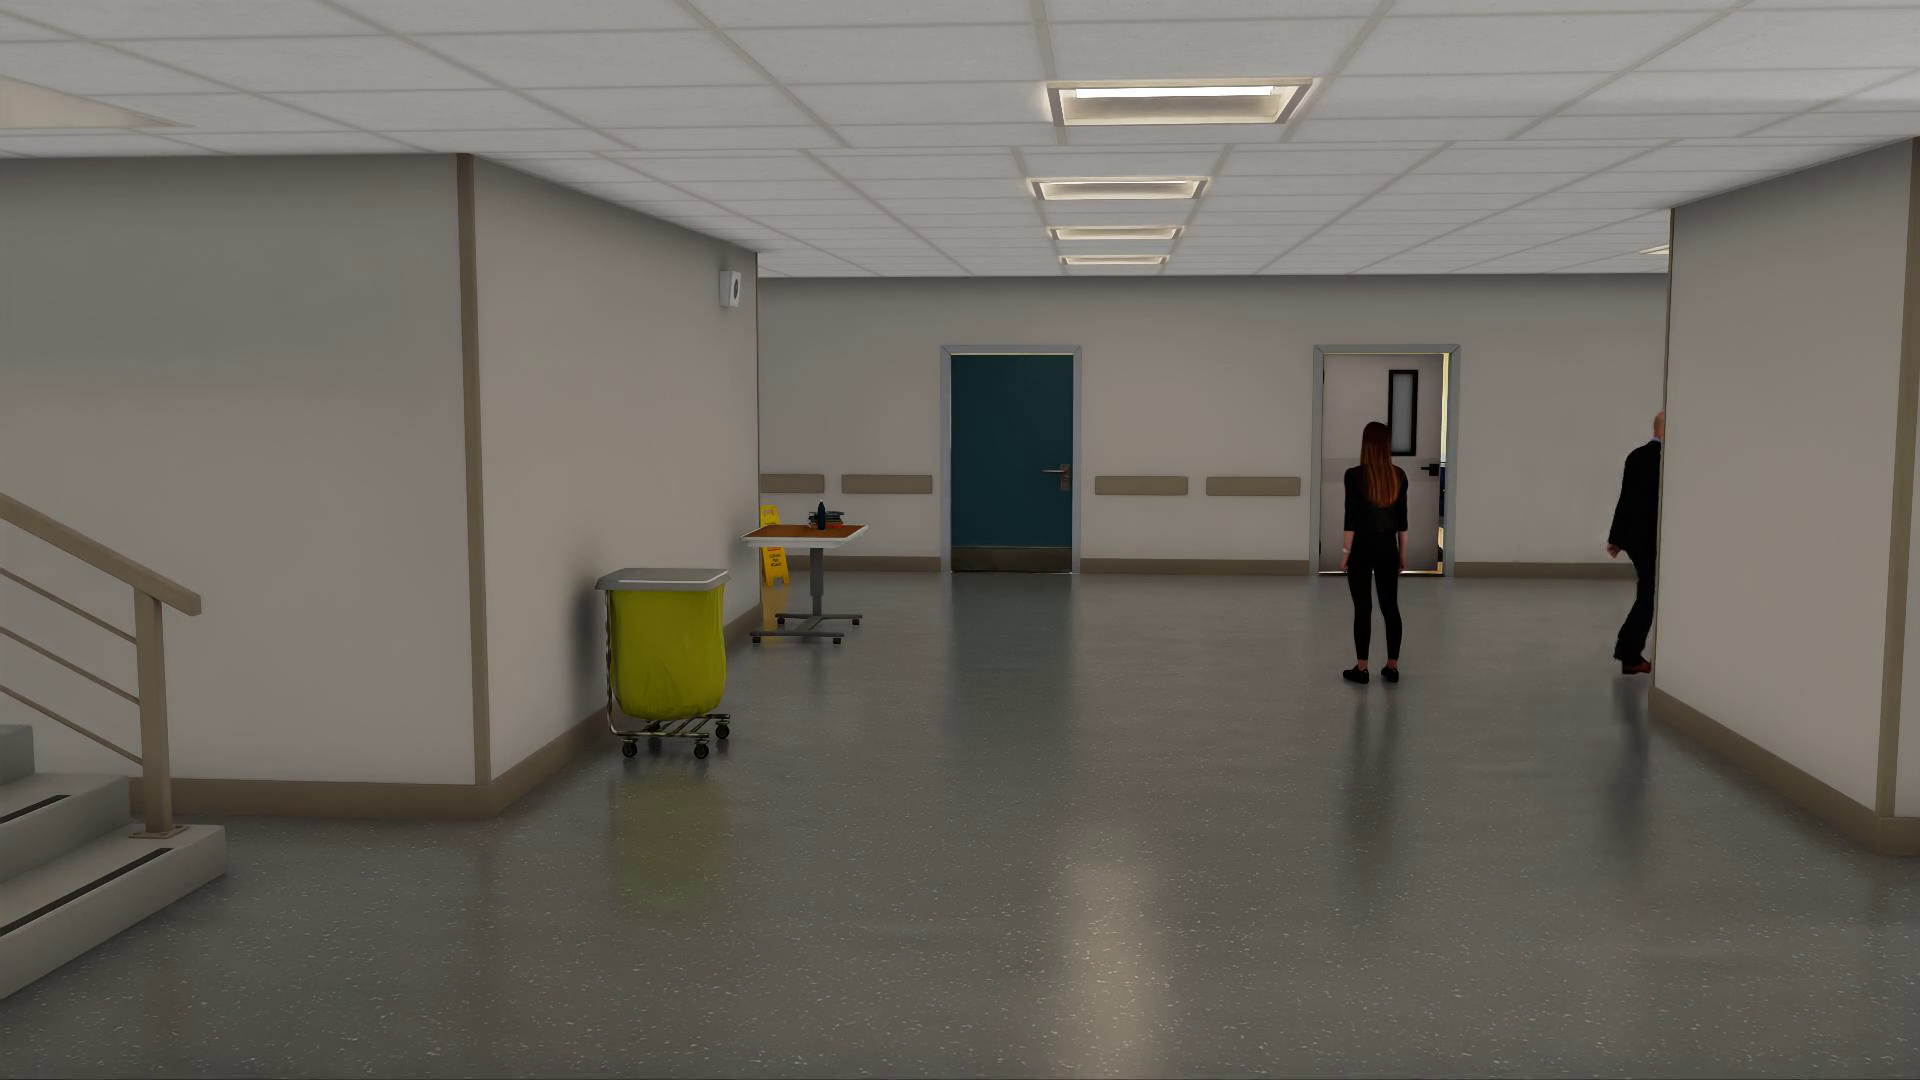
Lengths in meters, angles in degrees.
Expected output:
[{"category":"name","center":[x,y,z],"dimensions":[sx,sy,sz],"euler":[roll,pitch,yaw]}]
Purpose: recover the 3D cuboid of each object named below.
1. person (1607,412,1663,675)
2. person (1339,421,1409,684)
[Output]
[{"category":"person","center":[4.524,0.031,11.083],"dimensions":[0.708,1.776,0.760],"euler":[-1,6,-11]},{"category":"person","center":[2.728,0.076,10.957],"dimensions":[0.555,1.710,0.719],"euler":[-1,6,-9]}]
